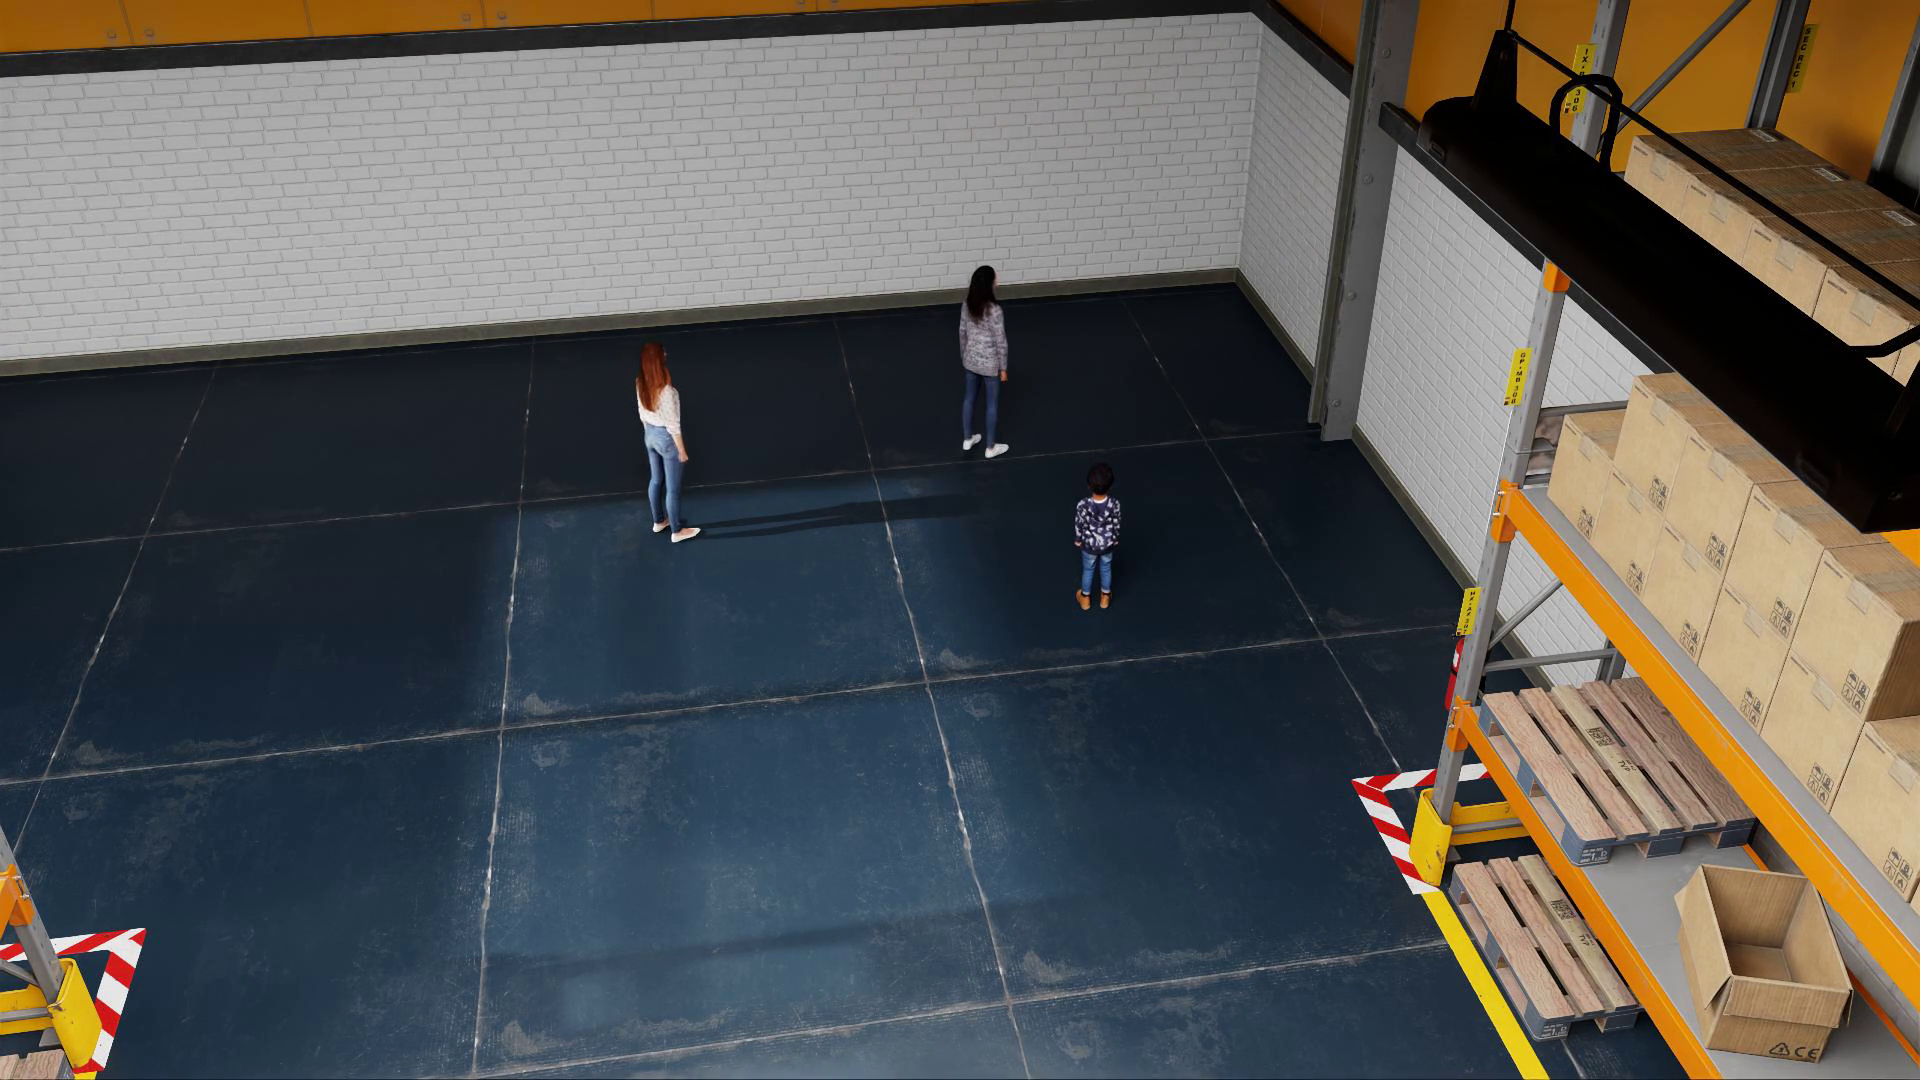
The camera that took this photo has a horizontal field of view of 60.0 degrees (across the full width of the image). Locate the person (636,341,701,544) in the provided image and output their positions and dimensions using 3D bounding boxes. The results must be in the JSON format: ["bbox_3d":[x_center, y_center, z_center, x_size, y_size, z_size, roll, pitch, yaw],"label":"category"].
[{"bbox_3d":[-2.361,-0.788,13.179,0.620,1.728,0.713,28,43,36],"label":"person"}]

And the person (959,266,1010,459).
[{"bbox_3d":[0.193,-1.544,14.313,0.679,1.732,0.750,23,40,31],"label":"person"}]

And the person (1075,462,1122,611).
[{"bbox_3d":[1.033,-0.031,12.471,0.513,1.251,0.531,-2,34,-2],"label":"person"}]
